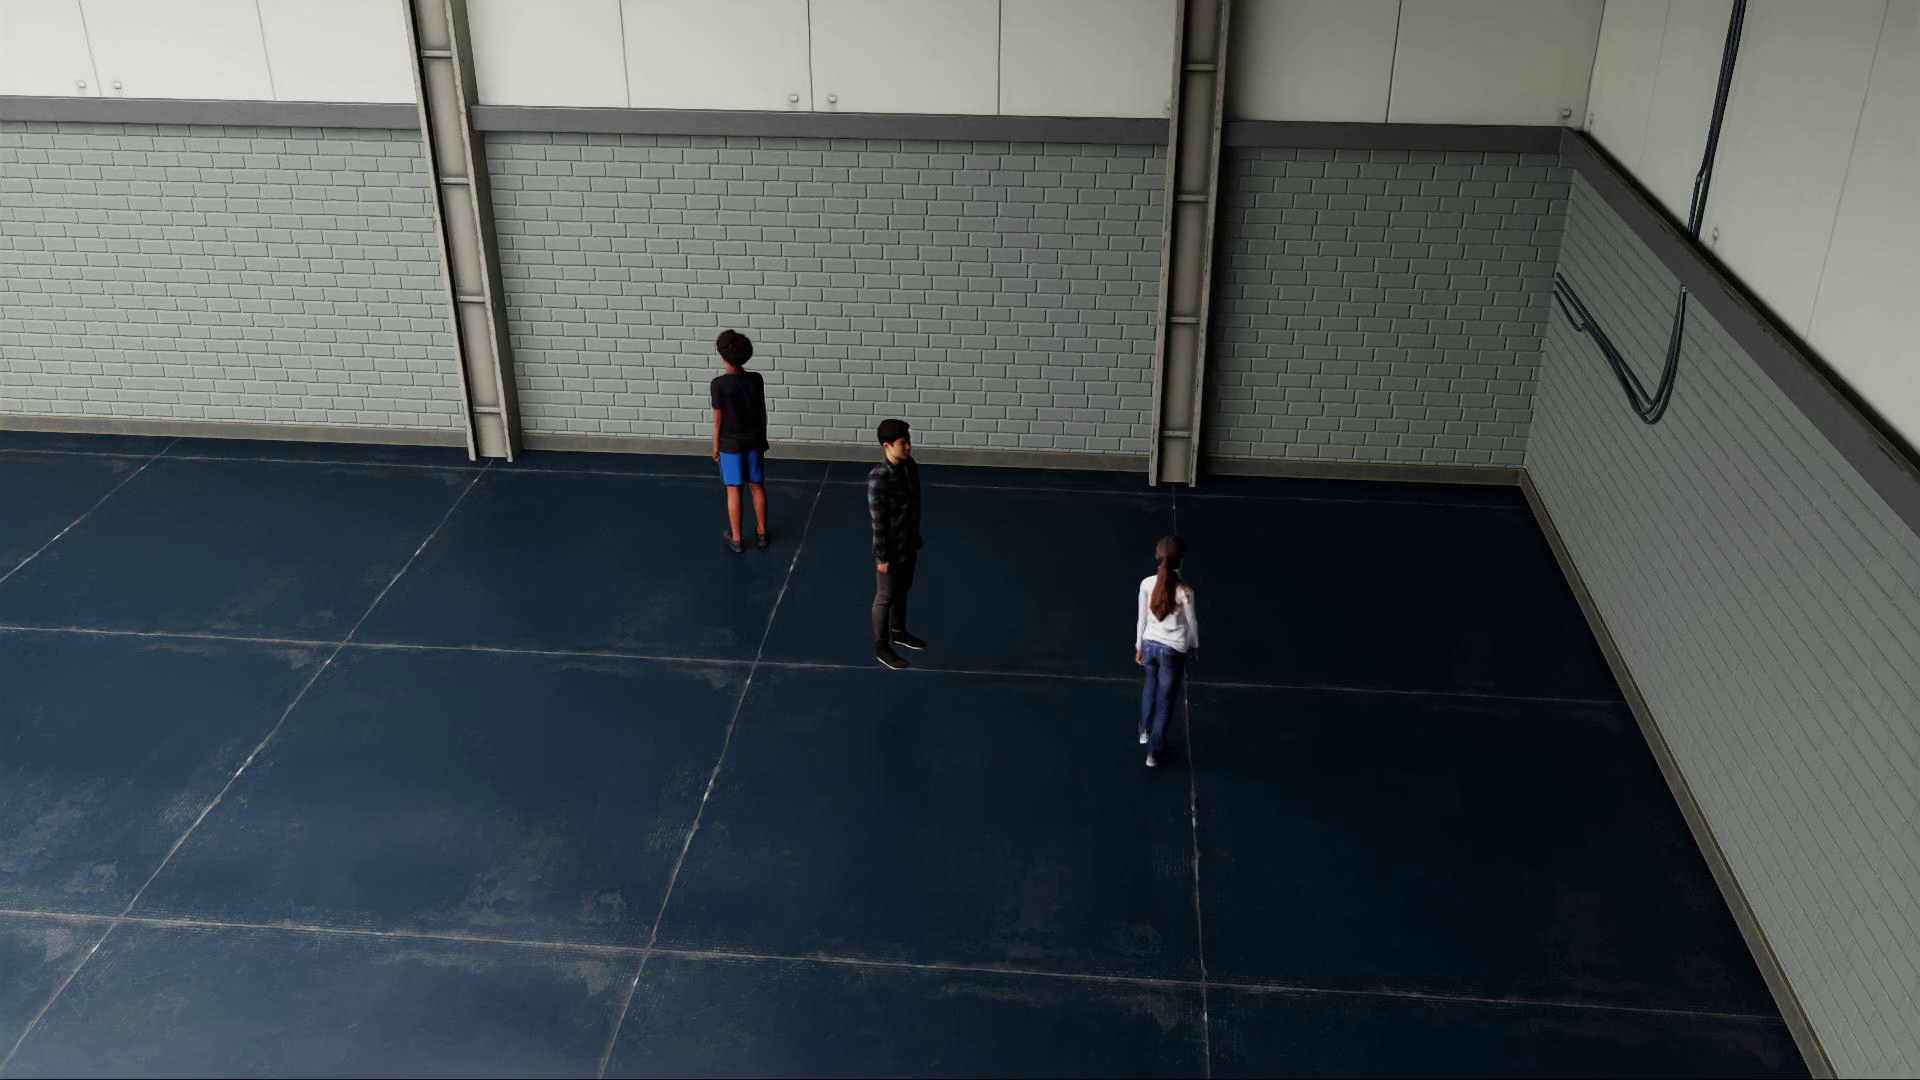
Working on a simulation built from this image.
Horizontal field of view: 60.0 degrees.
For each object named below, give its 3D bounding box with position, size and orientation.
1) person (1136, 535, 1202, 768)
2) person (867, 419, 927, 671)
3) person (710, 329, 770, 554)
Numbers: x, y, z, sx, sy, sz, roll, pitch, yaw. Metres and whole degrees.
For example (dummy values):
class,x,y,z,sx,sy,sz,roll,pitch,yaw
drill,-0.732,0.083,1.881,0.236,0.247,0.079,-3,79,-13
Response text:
class,x,y,z,sx,sy,sz,roll,pitch,yaw
person,1.220,0.725,10.268,0.644,1.540,0.691,16,31,28
person,-0.423,-0.011,10.871,0.670,1.715,0.742,13,30,24
person,-1.700,-0.765,12.880,0.675,1.798,0.772,-13,30,-24
